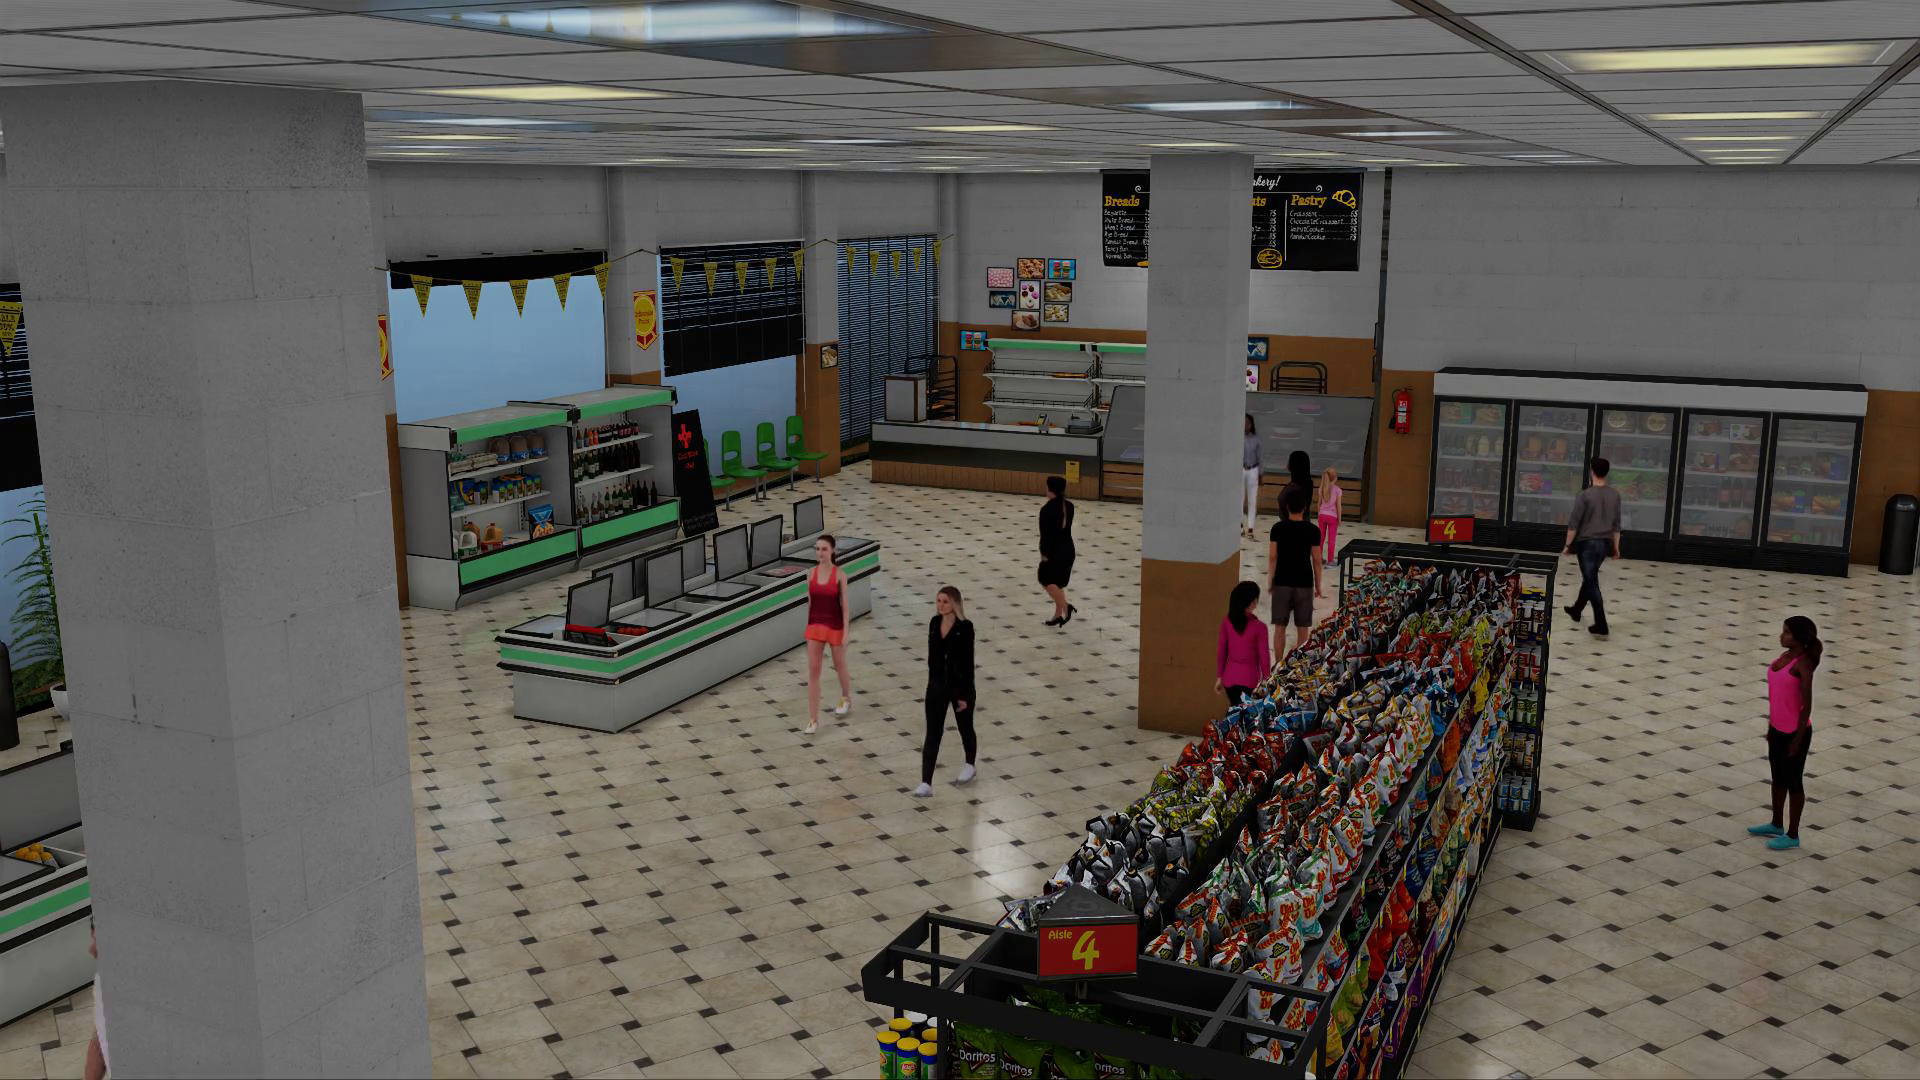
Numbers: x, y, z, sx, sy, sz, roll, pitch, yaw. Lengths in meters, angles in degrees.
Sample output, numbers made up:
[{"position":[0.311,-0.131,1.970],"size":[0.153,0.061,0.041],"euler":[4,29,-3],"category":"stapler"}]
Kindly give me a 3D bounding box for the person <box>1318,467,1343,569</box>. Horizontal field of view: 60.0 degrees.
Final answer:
[{"position":[4.663,-0.296,21.064],"size":[0.518,1.272,0.548],"euler":[9,15,37],"category":"person"}]

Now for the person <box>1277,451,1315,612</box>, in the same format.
[{"position":[3.797,-0.096,18.732],"size":[0.703,1.842,0.533],"euler":[6,13,27],"category":"person"}]

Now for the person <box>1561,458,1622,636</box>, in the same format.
[{"position":[6.793,0.110,17.722],"size":[1.154,1.854,1.297],"euler":[-2,12,-11],"category":"person"}]

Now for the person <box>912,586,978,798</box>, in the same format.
[{"position":[-0.010,1.192,13.118],"size":[0.602,1.635,1.117],"euler":[5,13,24],"category":"person"}]

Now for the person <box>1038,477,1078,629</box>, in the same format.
[{"position":[1.101,0.162,17.941],"size":[0.825,1.662,0.892],"euler":[-12,17,-44],"category":"person"}]

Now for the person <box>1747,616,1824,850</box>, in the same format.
[{"position":[6.000,1.378,12.020],"size":[0.698,1.723,0.601],"euler":[0,12,1],"category":"person"}]

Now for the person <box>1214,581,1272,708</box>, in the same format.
[{"position":[2.165,1.191,13.088],"size":[0.854,1.649,1.210],"euler":[11,16,42],"category":"person"}]

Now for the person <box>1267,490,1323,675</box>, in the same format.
[{"position":[3.238,0.429,16.194],"size":[0.732,1.861,0.643],"euler":[3,12,12],"category":"person"}]

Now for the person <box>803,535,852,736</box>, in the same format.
[{"position":[-1.136,0.809,14.761],"size":[0.721,1.707,1.176],"euler":[3,12,15],"category":"person"}]
